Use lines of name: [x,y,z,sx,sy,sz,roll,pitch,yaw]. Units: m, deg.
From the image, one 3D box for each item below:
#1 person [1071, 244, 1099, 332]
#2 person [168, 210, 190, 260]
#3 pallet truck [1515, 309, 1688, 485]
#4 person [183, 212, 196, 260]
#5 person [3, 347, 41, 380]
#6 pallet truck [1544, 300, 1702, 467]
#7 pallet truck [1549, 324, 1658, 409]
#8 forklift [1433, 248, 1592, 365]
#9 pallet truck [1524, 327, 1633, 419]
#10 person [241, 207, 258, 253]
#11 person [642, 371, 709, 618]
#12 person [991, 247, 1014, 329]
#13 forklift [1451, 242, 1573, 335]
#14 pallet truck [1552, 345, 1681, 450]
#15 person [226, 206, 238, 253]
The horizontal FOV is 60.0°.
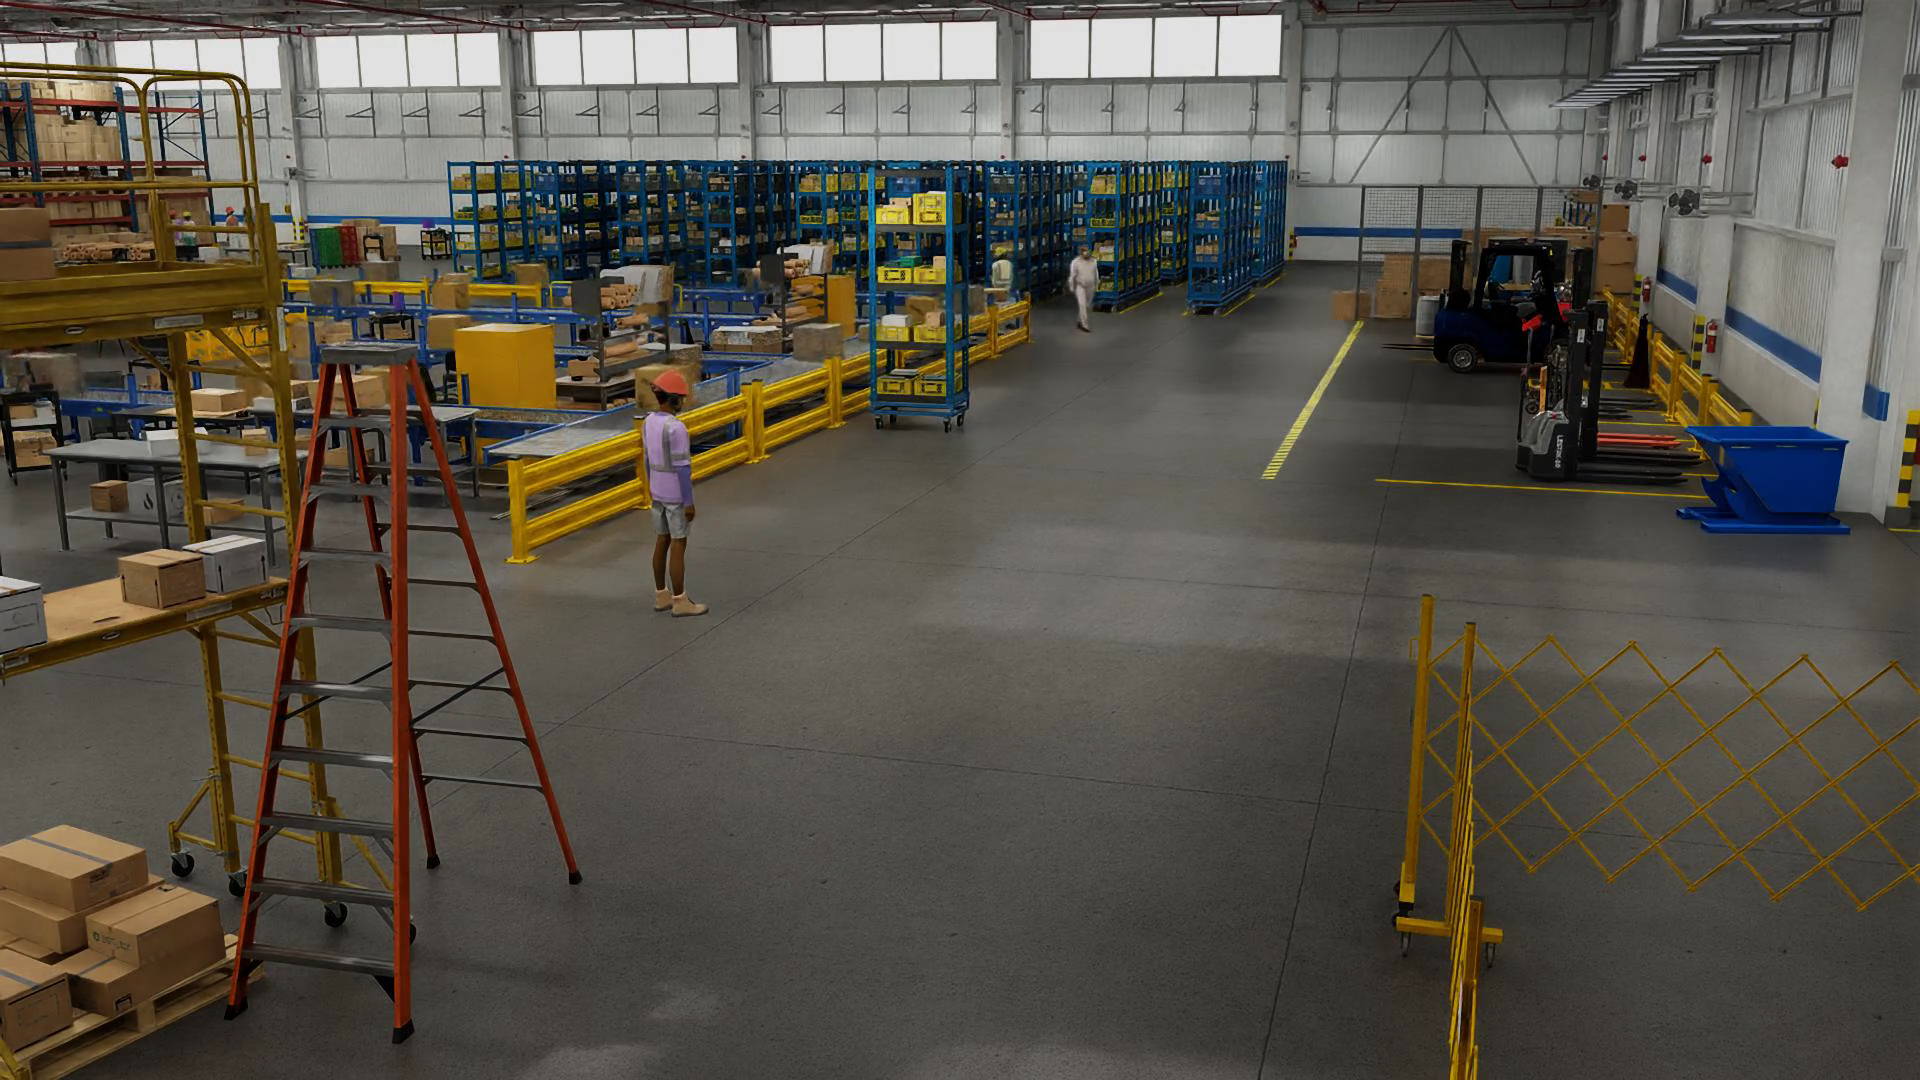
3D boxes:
person: [2.691,-5.478,36.113,0.642,1.888,0.802,-5,14,-20]
person: [-27.345,-10.578,58.102,0.561,1.909,0.862,4,14,15]
pallet truck: [7.554,-1.677,19.446,1.885,1.965,0.823,3,13,14]
person: [-27.773,-10.933,59.933,0.526,1.768,0.314,4,14,18]
person: [-15.918,-3.604,28.341,0.783,1.738,0.525,-3,13,-14]
pallet truck: [8.263,-1.952,20.631,1.885,1.965,0.823,5,14,20]
pallet truck: [9.824,-2.669,25.407,1.601,1.201,0.680,4,14,16]
forklift: [9.780,-4.111,29.280,2.680,1.987,1.157,3,13,14]
pallet truck: [9.065,-2.460,24.370,1.522,1.261,0.704,3,13,14]
person: [-27.343,-11.901,64.032,0.904,1.814,0.628,-3,13,-12]
person: [-2.367,-0.380,13.749,0.381,2.042,0.604,-11,17,-39]
person: [0.903,-5.552,36.656,0.617,1.779,0.949,-9,16,-34]
forklift: [10.464,-4.597,31.405,2.680,1.987,1.157,4,14,16]
pallet truck: [8.641,-1.896,21.908,1.630,1.274,0.653,4,14,16]
person: [-25.591,-10.716,58.494,0.382,1.995,0.612,2,13,9]
